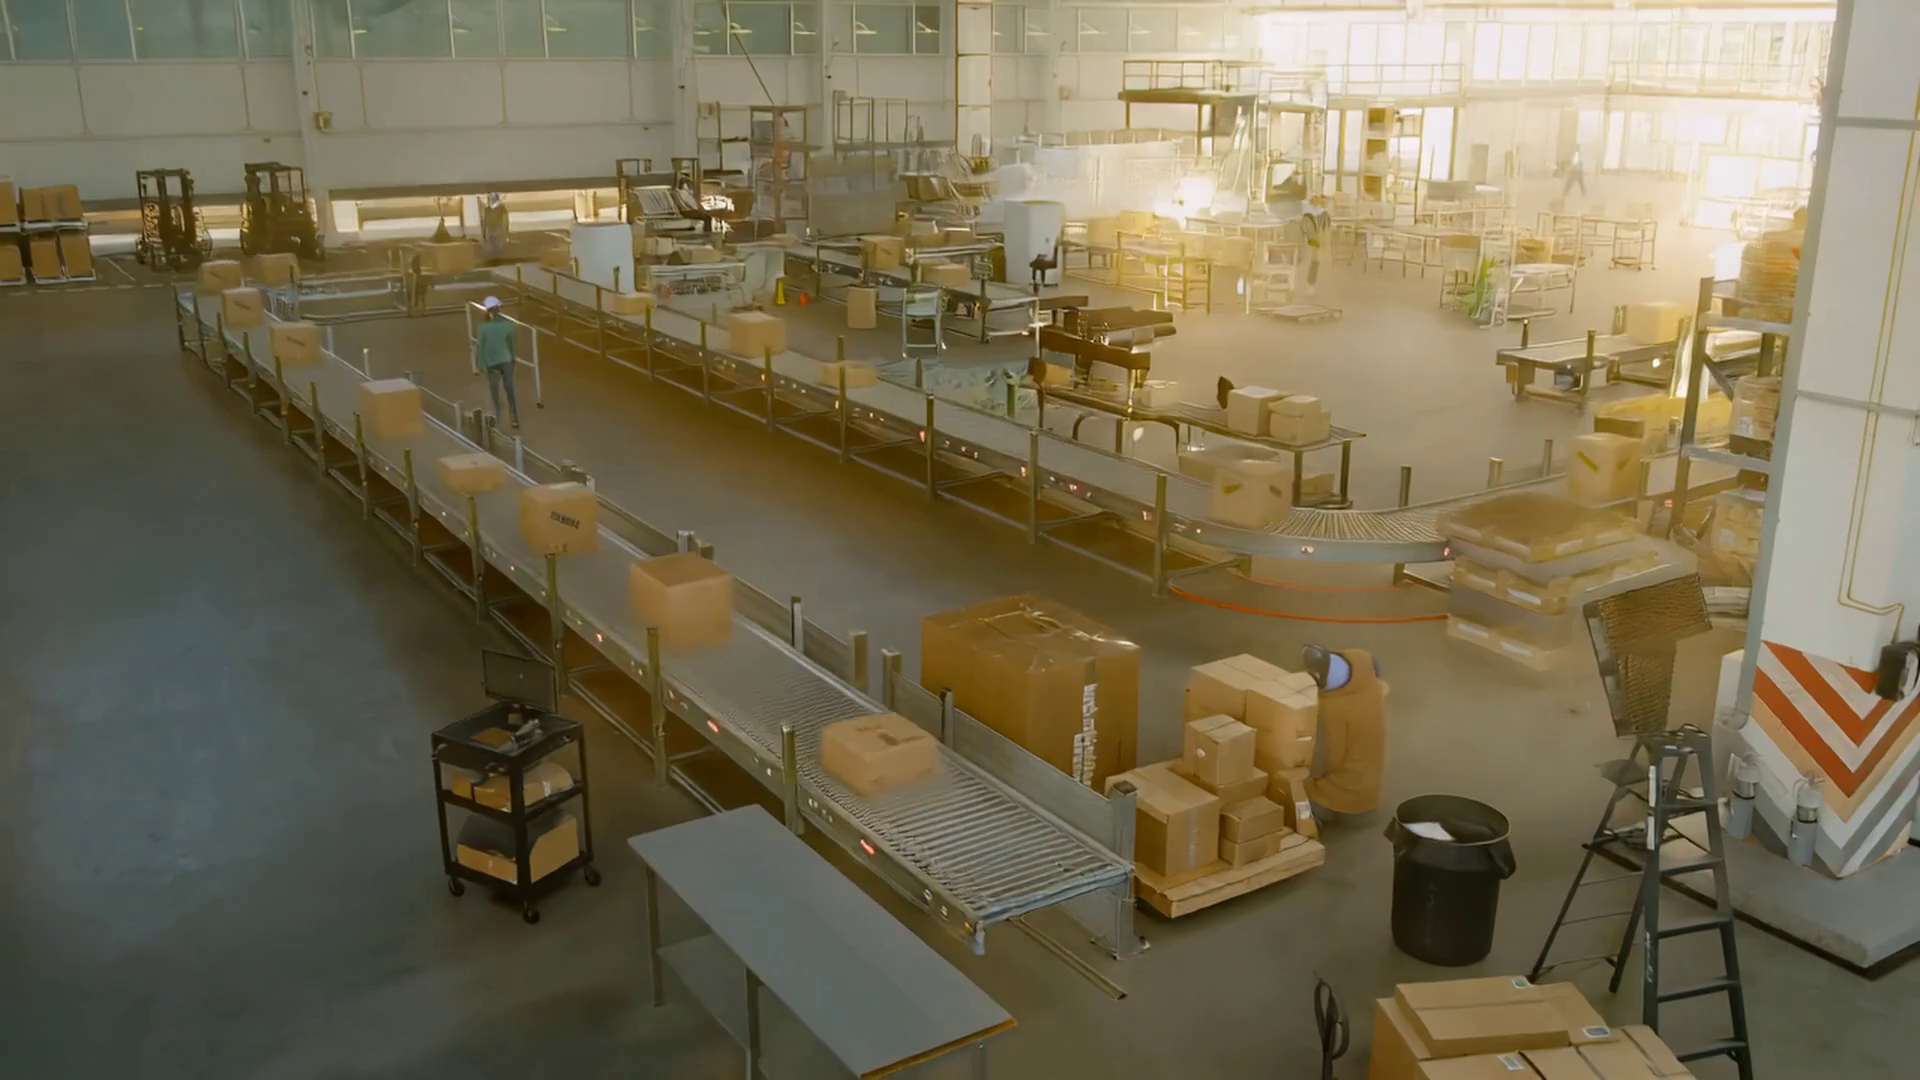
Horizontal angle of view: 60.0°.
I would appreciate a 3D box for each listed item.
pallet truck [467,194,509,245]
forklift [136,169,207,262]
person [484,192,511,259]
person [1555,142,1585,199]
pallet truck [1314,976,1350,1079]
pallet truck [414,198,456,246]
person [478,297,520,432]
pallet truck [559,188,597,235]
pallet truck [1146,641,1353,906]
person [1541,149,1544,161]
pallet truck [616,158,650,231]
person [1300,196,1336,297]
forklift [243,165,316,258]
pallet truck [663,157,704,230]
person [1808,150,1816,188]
[{"bbox_3d":[-11.983,-8.177,42.137,0.704,1.261,1.522,-11,20,-33],"label":"pallet truck"},{"bbox_3d":[-17.842,-7.318,37.559,1.157,1.987,2.680,-10,20,-31],"label":"forklift"},{"bbox_3d":[-9.967,-6.512,35.625,0.669,1.850,0.980,8,18,24],"label":"person"},{"bbox_3d":[19.910,-11.985,53.938,0.949,1.792,0.522,8,18,25],"label":"person"},{"bbox_3d":[2.299,2.390,7.086,1.601,1.201,0.680,-2,17,-7],"label":"pallet truck"},{"bbox_3d":[-13.250,-8.060,41.856,0.680,1.201,1.601,-10,20,-31],"label":"pallet truck"},{"bbox_3d":[-6.034,-2.288,21.744,0.523,1.760,0.327,-13,21,-36],"label":"person"},{"bbox_3d":[-10.010,-8.652,43.699,0.653,1.274,1.630,-10,20,-31],"label":"pallet truck"},{"bbox_3d":[1.664,1.407,10.232,1.630,1.274,0.653,-10,20,-31],"label":"pallet truck"},{"bbox_3d":[21.831,-14.479,62.505,0.499,1.633,0.282,10,19,30],"label":"person"},{"bbox_3d":[-8.918,-9.176,44.255,0.823,1.965,1.885,-9,19,-27],"label":"pallet truck"},{"bbox_3d":[7.166,-5.922,33.478,0.622,1.986,1.091,-4,17,-13],"label":"person"},{"bbox_3d":[-15.898,-7.669,38.708,1.157,1.987,2.680,-11,20,-33],"label":"forklift"},{"bbox_3d":[-7.586,-9.308,44.692,0.823,1.965,1.885,-11,20,-33],"label":"pallet truck"},{"bbox_3d":[27.188,-11.689,52.670,0.606,1.966,0.367,11,20,33],"label":"person"}]
